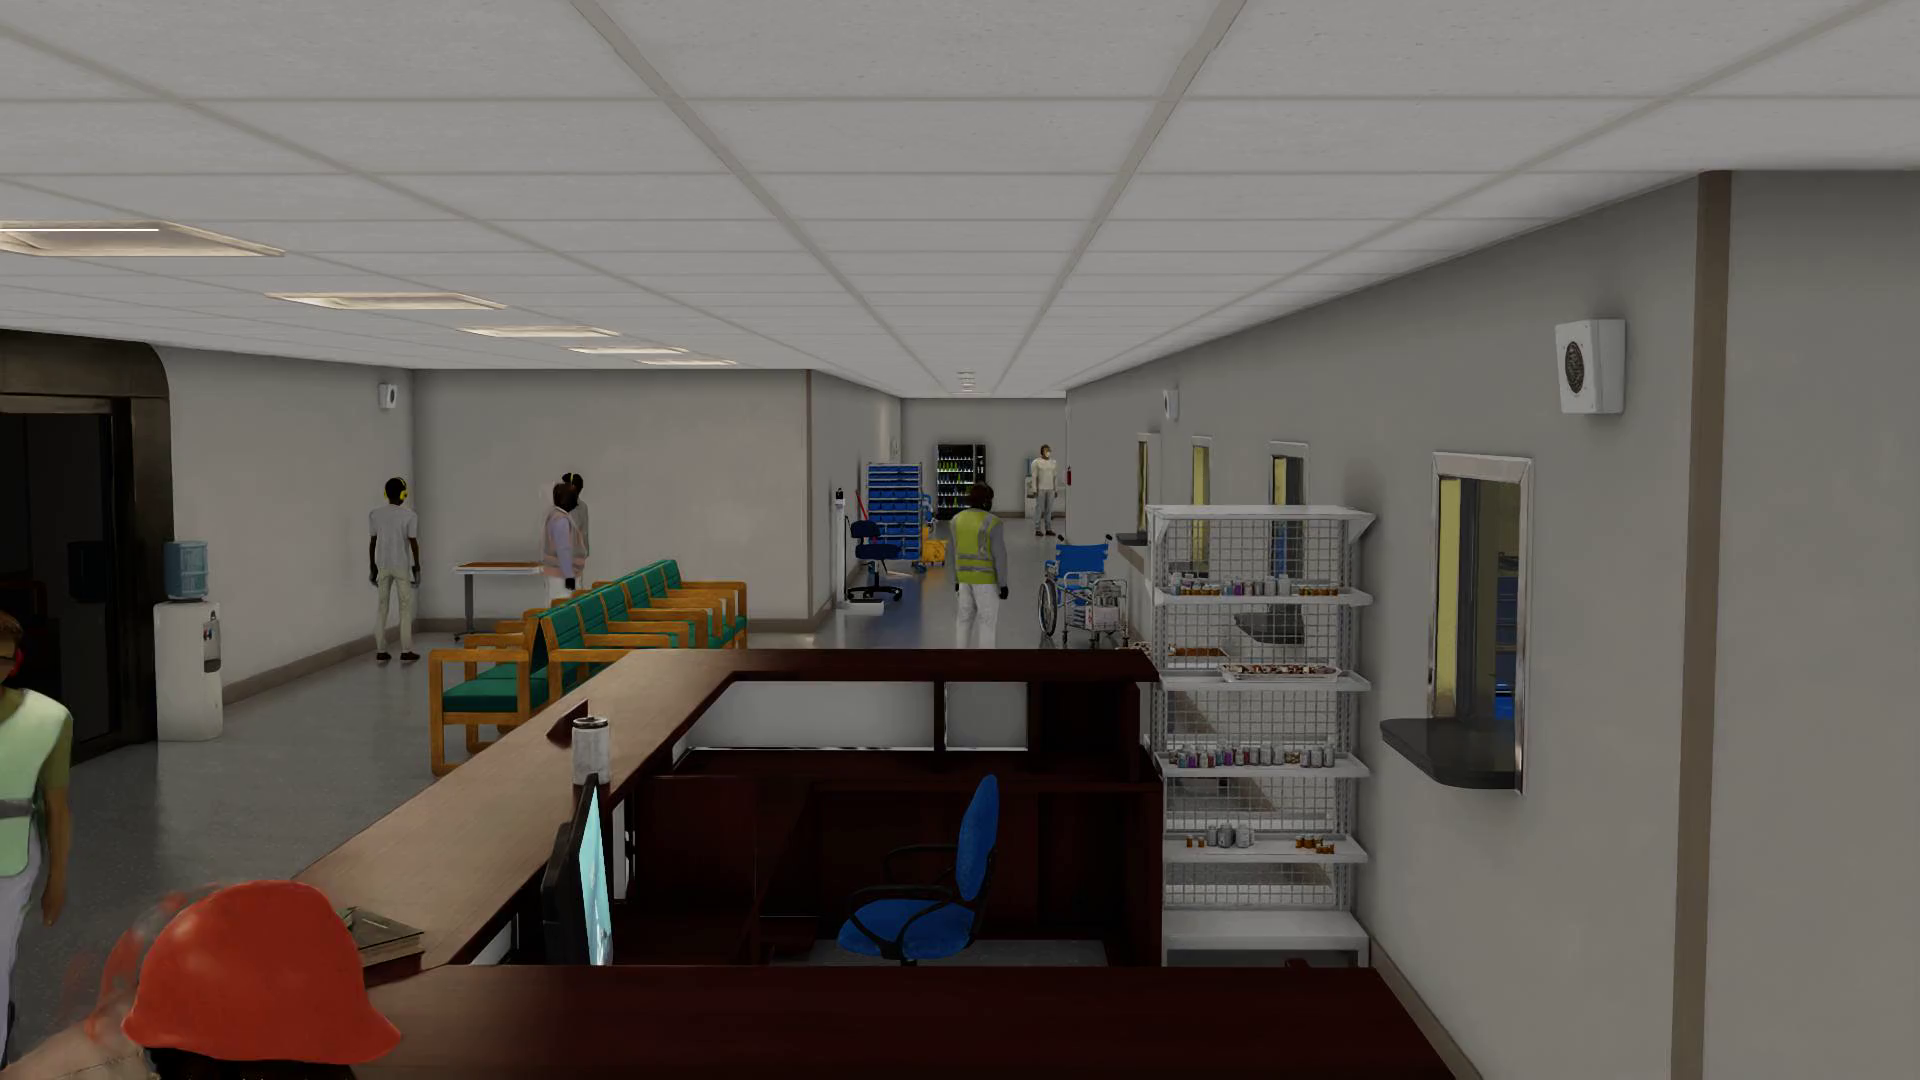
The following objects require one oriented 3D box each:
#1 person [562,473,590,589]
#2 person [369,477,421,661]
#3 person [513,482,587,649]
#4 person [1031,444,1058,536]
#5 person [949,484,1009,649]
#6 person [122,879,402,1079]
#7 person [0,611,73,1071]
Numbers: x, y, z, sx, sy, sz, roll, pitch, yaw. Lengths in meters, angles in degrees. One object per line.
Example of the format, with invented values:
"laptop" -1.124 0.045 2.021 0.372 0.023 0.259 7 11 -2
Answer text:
"person" -4.165 0.210 17.925 0.328 1.872 0.509 0 4 -6
"person" -5.702 0.300 16.768 0.521 1.861 0.332 0 4 2
"person" -4.042 0.331 16.563 0.800 1.821 0.613 -1 4 -11
"person" 1.794 -1.044 35.042 0.632 1.940 0.372 -2 5 -30
"person" 0.192 0.386 15.704 0.635 1.837 0.429 3 5 39
"person" -1.085 1.341 1.994 0.881 1.900 0.559 0 4 1
"person" -3.279 1.117 5.579 0.606 1.813 0.715 -1 4 -12
